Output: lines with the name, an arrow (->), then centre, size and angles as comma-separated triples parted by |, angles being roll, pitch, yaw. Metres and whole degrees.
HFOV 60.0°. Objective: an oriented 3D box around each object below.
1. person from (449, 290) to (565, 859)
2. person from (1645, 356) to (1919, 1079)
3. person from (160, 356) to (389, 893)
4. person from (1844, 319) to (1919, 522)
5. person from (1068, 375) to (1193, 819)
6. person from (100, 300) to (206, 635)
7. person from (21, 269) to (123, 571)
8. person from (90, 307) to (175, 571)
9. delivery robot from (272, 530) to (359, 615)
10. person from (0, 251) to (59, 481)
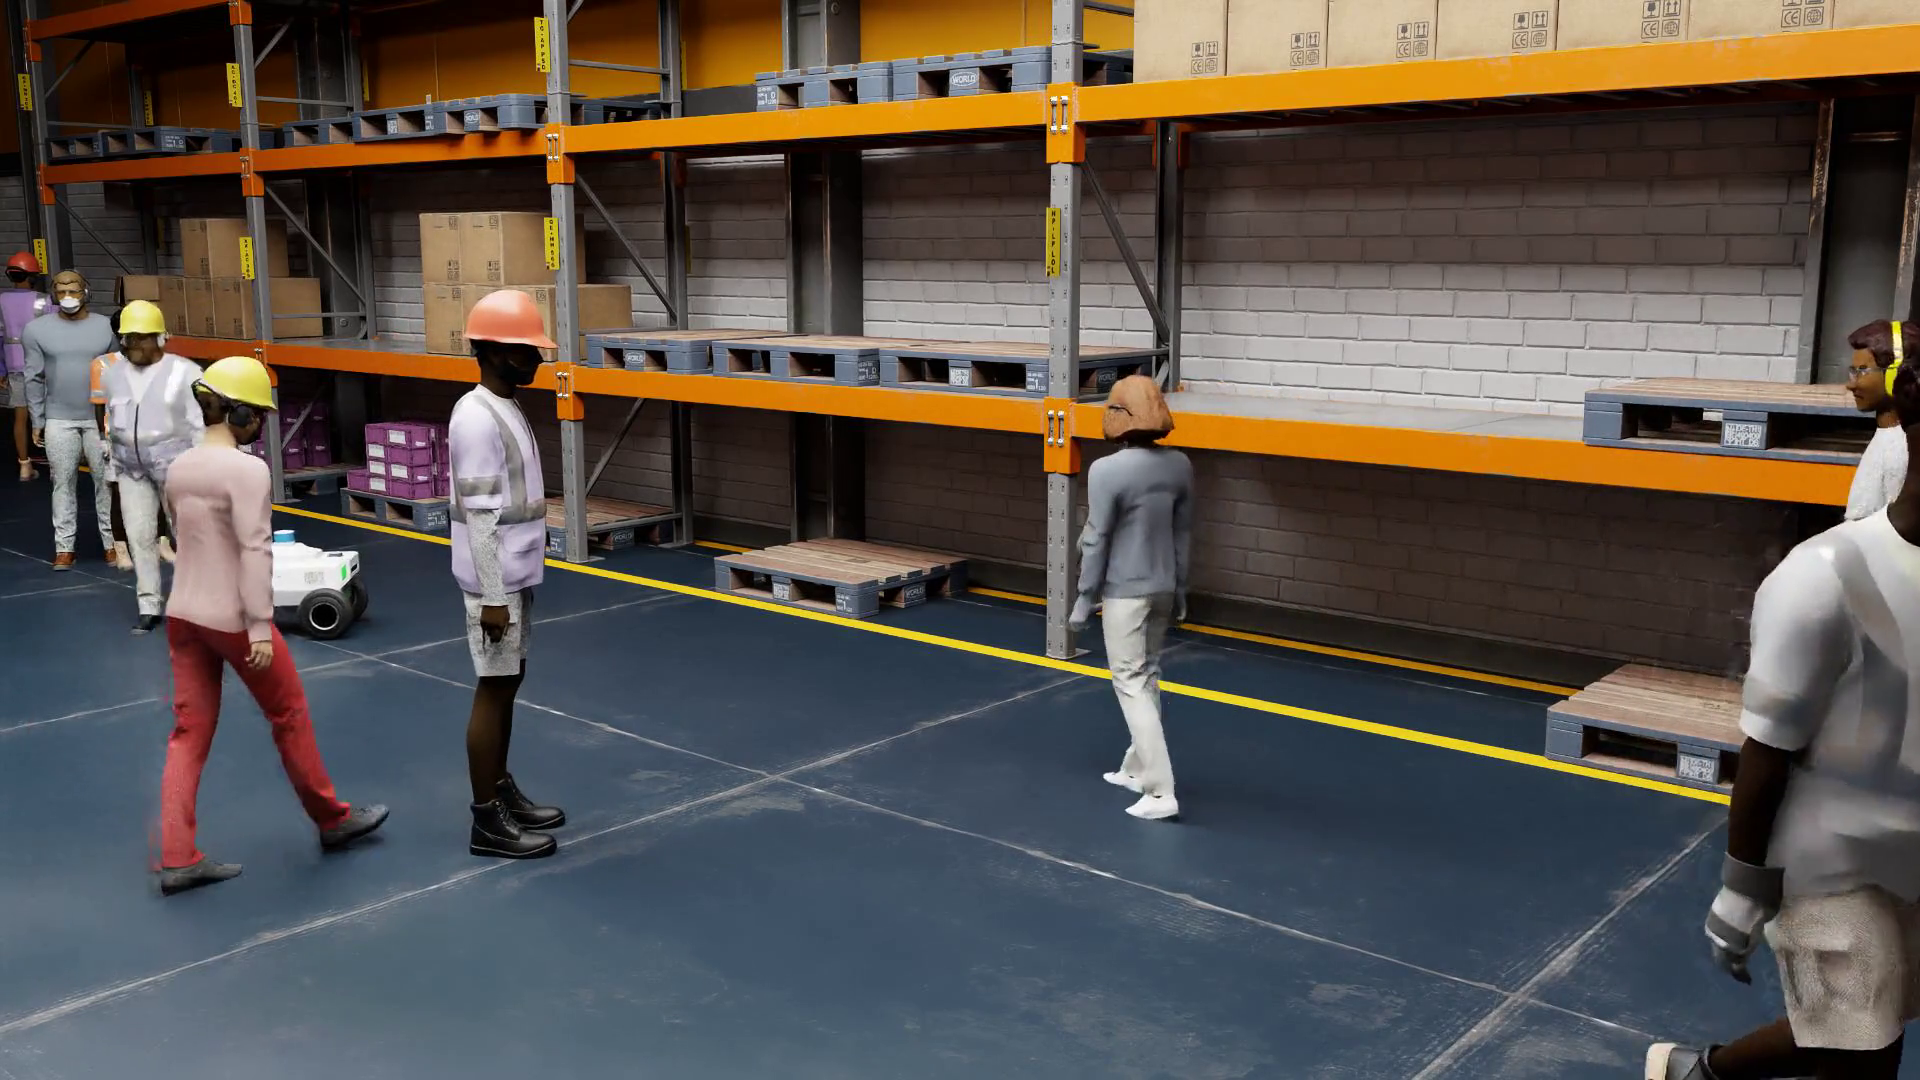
person -> -1.542, 0.116, 5.722 | 0.377, 1.932, 0.552 | -1, 10, -5
person -> 1.651, 0.562, 3.200 | 0.628, 1.936, 0.765 | -5, 11, -26
person -> -2.347, 0.260, 5.524 | 0.571, 1.706, 0.859 | 6, 12, 31
person -> 2.773, 0.266, 5.069 | 0.328, 1.867, 0.509 | 5, 11, 28
person -> 0.659, 0.210, 6.144 | 0.508, 1.645, 0.463 | -8, 13, -39
person -> -4.393, -0.424, 9.194 | 0.588, 1.808, 0.778 | 0, 10, -1
person -> -5.685, -0.772, 10.769 | 0.627, 1.940, 0.376 | -5, 11, -24
person -> -5.334, -0.656, 10.792 | 0.320, 1.697, 0.532 | 9, 13, 40
delivery robot -> -3.628, 0.191, 8.954 | 0.707, 0.478, 0.477 | -2, 10, -9
person -> -8.293, -1.543, 14.859 | 0.608, 2.045, 0.392 | -1, 10, -4
